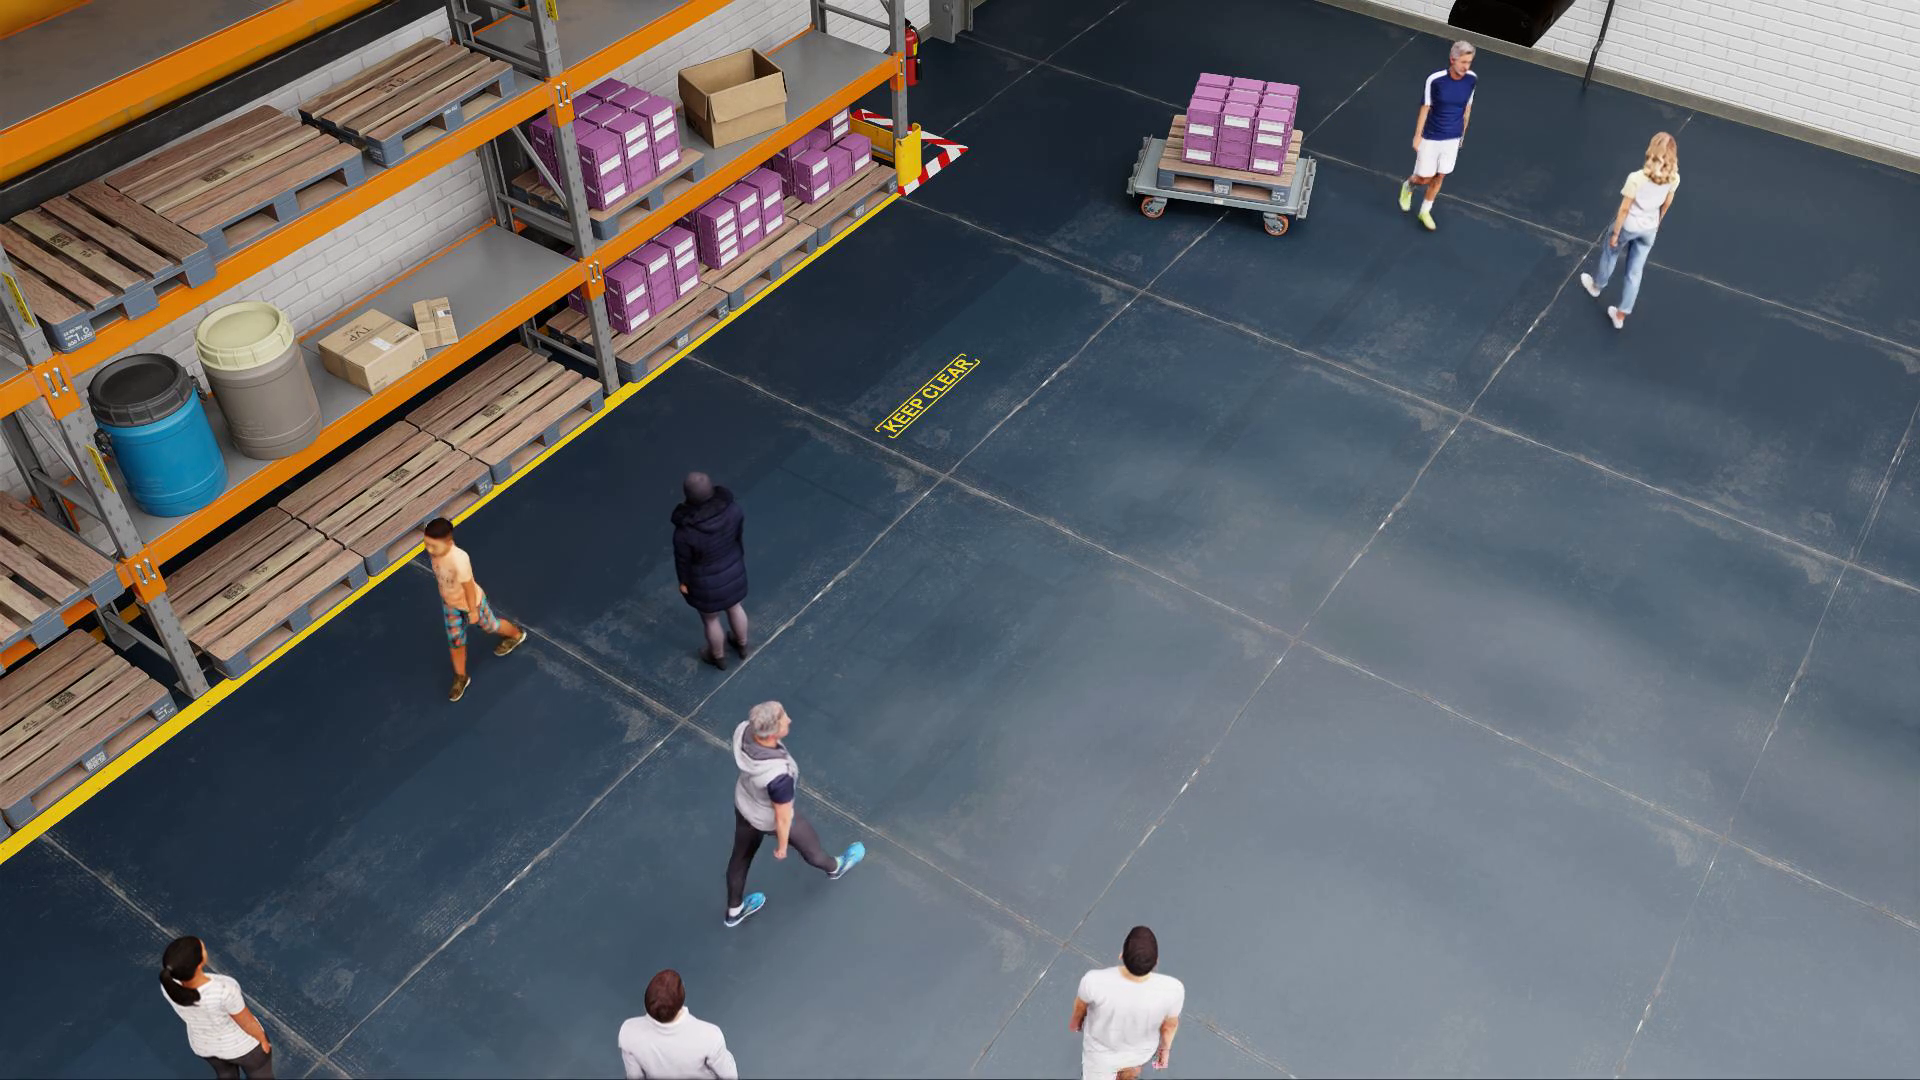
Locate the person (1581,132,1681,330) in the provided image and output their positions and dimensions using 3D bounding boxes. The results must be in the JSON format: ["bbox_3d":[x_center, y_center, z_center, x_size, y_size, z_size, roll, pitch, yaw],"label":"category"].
[{"bbox_3d":[5.616,-2.503,13.725,0.978,1.698,1.060,-4,44,-4],"label":"person"}]

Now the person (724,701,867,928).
[{"bbox_3d":[-1.169,1.599,9.365,1.231,1.772,0.909,-31,52,-29],"label":"person"}]

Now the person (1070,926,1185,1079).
[{"bbox_3d":[0.794,2.578,8.301,1.120,1.823,1.277,-1,44,-1],"label":"person"}]

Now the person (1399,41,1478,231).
[{"bbox_3d":[4.244,-3.657,14.847,0.836,1.822,0.896,-7,44,-8],"label":"person"}]

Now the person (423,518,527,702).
[{"bbox_3d":[-3.219,0.343,10.928,0.591,1.435,0.950,26,49,24],"label":"person"}]

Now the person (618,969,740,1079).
[{"bbox_3d":[-1.356,2.695,8.159,0.762,1.850,0.763,1,44,2],"label":"person"}]

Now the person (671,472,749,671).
[{"bbox_3d":[-1.612,0.211,10.893,0.681,1.675,0.801,-29,51,-27],"label":"person"}]

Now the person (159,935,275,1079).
[{"bbox_3d":[-3.741,2.540,8.471,0.630,1.644,0.641,6,44,6],"label":"person"}]
